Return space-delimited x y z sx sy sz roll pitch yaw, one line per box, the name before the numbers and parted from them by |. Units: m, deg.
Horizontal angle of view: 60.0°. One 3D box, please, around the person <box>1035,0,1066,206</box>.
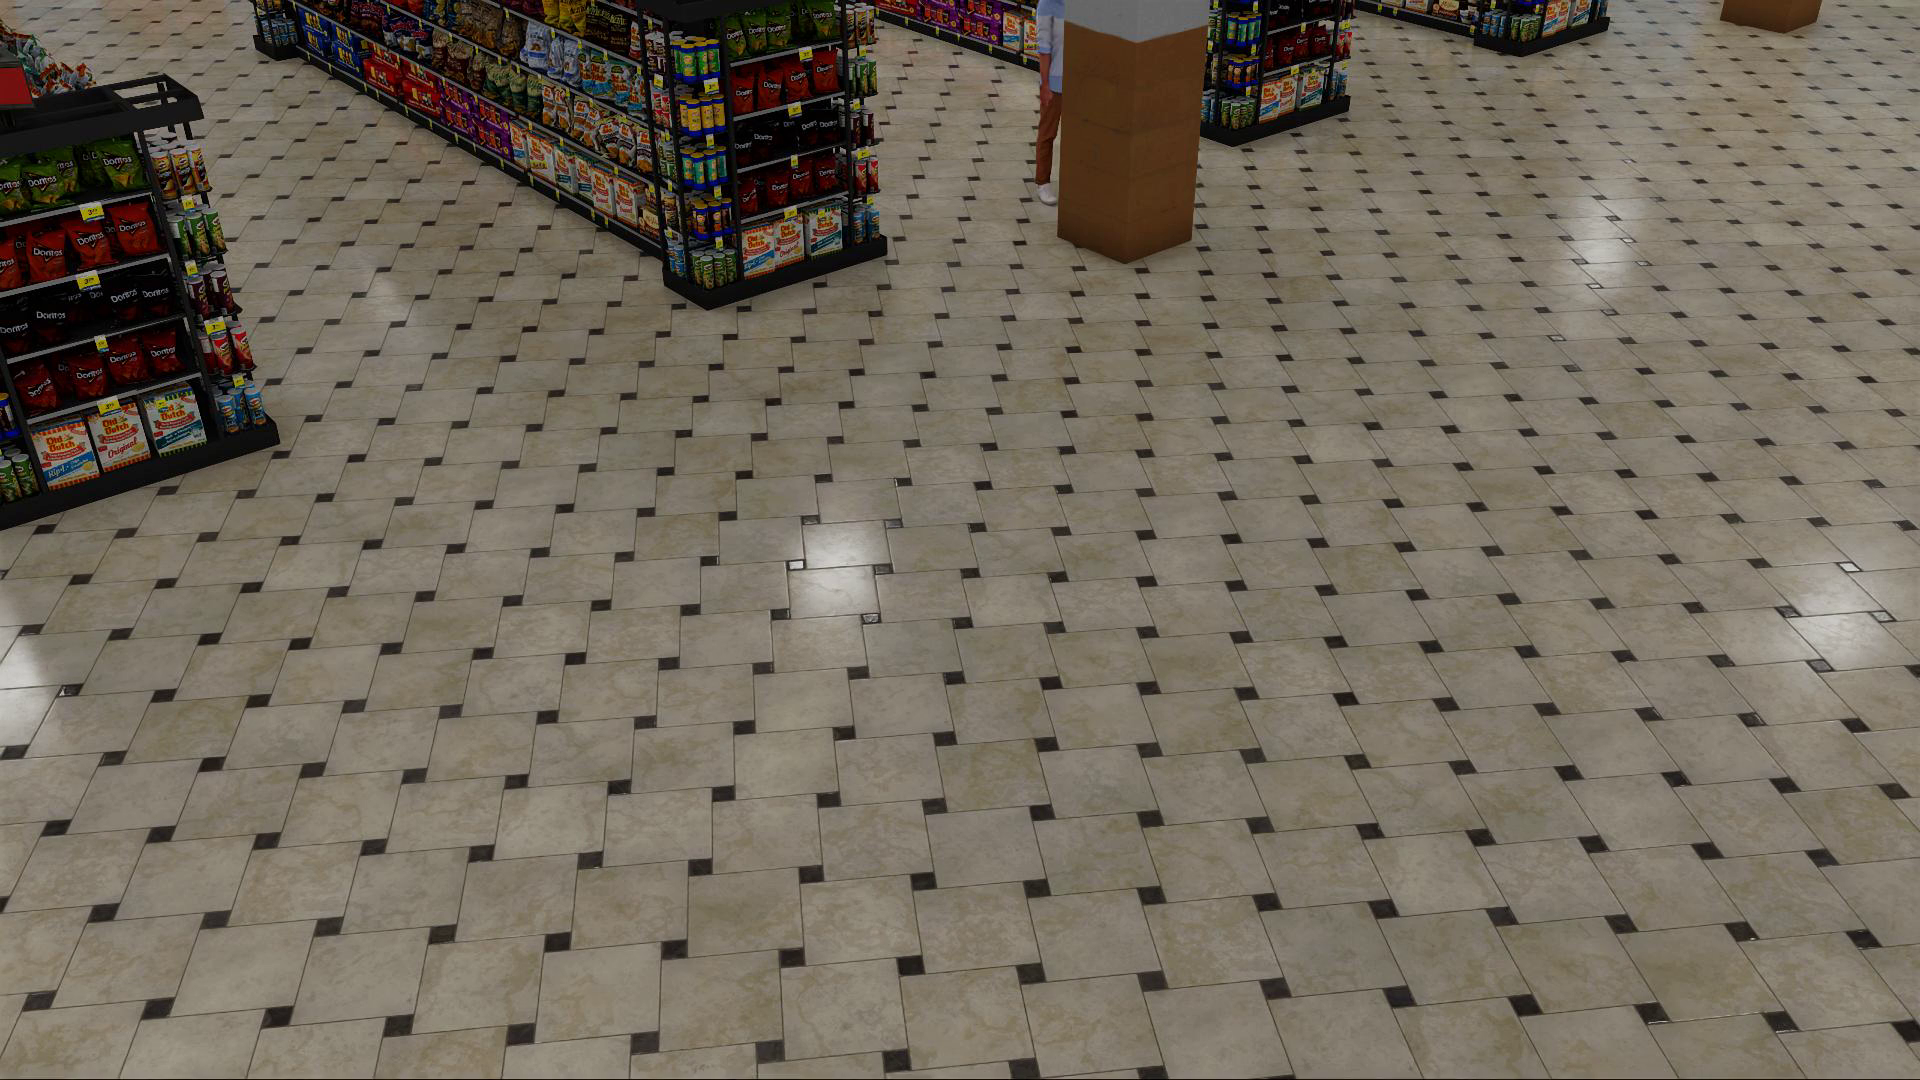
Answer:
person | 0.778 -3.464 12.456 0.695 1.828 0.592 -20 37 -29
